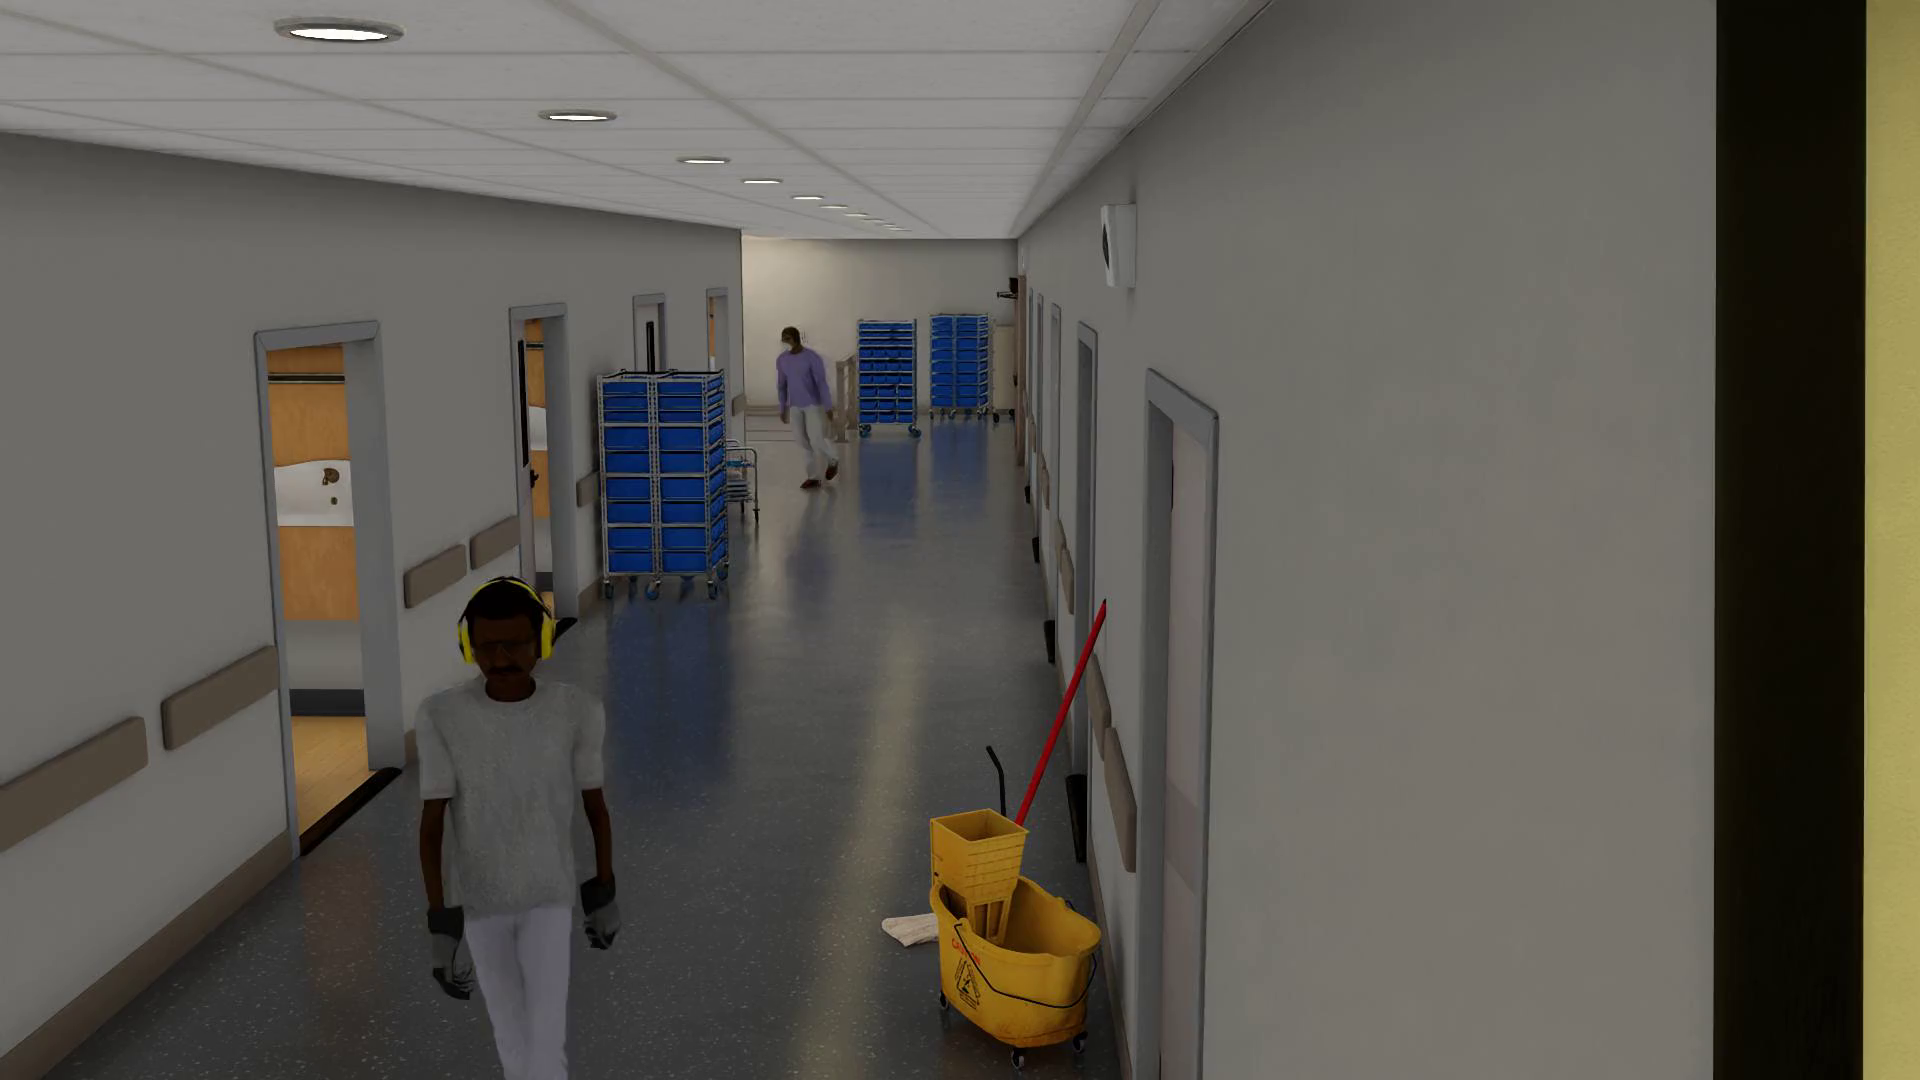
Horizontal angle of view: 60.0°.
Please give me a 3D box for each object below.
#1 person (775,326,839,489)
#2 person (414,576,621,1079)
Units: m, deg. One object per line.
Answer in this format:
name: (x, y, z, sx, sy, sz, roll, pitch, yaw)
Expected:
person: (-1.766, -1.561, 19.470, 0.680, 1.892, 0.726, 6, 11, 33)
person: (-1.174, 0.988, 4.435, 0.488, 1.810, 0.957, -1, 10, -6)
